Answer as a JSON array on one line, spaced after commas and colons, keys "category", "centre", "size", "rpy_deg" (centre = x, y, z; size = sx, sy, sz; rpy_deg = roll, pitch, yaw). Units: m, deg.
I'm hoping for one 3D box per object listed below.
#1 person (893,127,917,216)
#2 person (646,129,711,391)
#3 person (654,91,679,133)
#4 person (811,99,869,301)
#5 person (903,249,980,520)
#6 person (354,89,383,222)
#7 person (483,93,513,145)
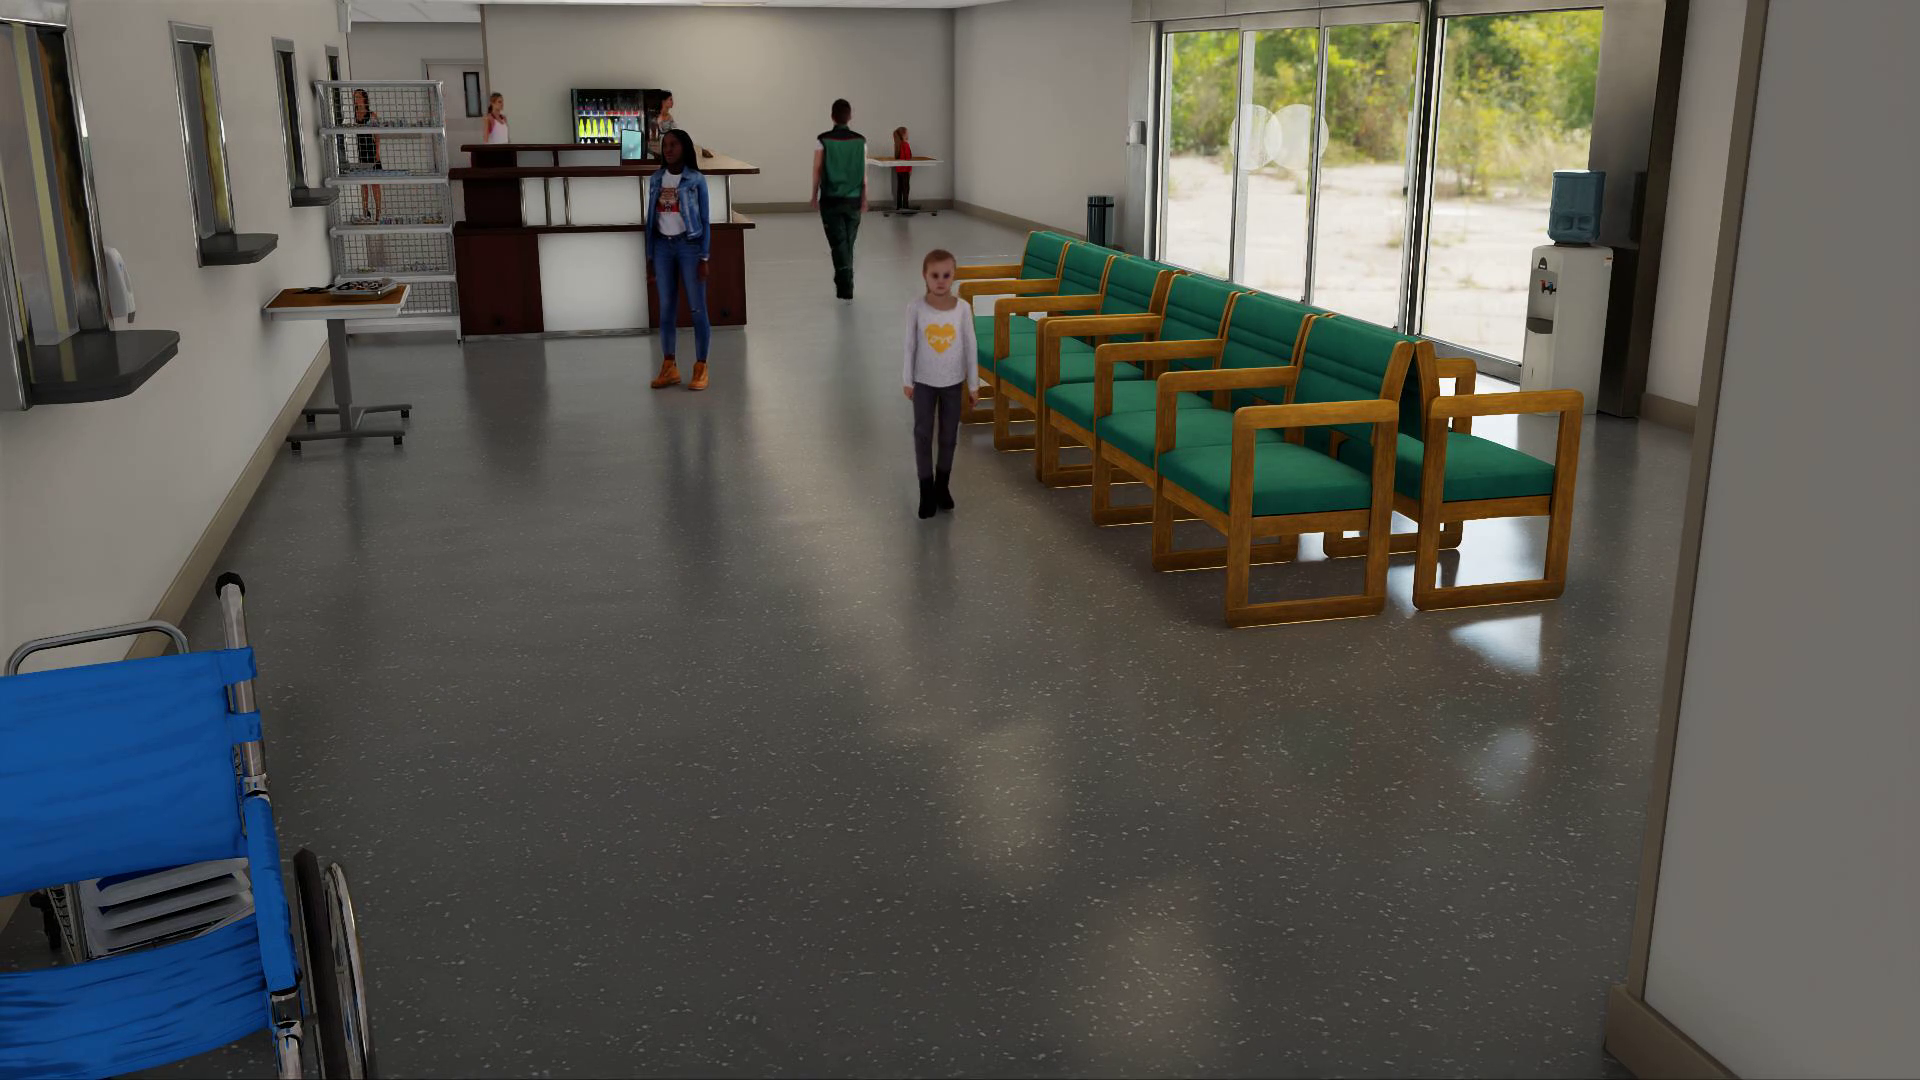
[{"category": "person", "centre": [-0.845, -5.546, 24.949], "size": [0.586, 1.280, 0.551], "rpy_deg": [-9, 18, -30]}, {"category": "person", "centre": [-1.874, -1.878, 11.143], "size": [0.631, 1.712, 0.739], "rpy_deg": [5, 16, 17]}, {"category": "person", "centre": [-4.108, -5.225, 22.837], "size": [0.735, 1.809, 0.723], "rpy_deg": [0, 16, 0]}, {"category": "person", "centre": [-1.086, -3.081, 15.249], "size": [1.035, 1.801, 0.736], "rpy_deg": [-5, 16, -16]}, {"category": "person", "centre": [-0.106, -0.768, 8.035], "size": [0.676, 1.262, 0.619], "rpy_deg": [-2, 16, -8]}, {"category": "person", "centre": [-8.333, -5.380, 23.341], "size": [0.563, 1.835, 0.703], "rpy_deg": [1, 16, 3]}, {"category": "person", "centre": [-6.626, -5.414, 23.570], "size": [0.817, 1.775, 0.759], "rpy_deg": [9, 18, 30]}]
